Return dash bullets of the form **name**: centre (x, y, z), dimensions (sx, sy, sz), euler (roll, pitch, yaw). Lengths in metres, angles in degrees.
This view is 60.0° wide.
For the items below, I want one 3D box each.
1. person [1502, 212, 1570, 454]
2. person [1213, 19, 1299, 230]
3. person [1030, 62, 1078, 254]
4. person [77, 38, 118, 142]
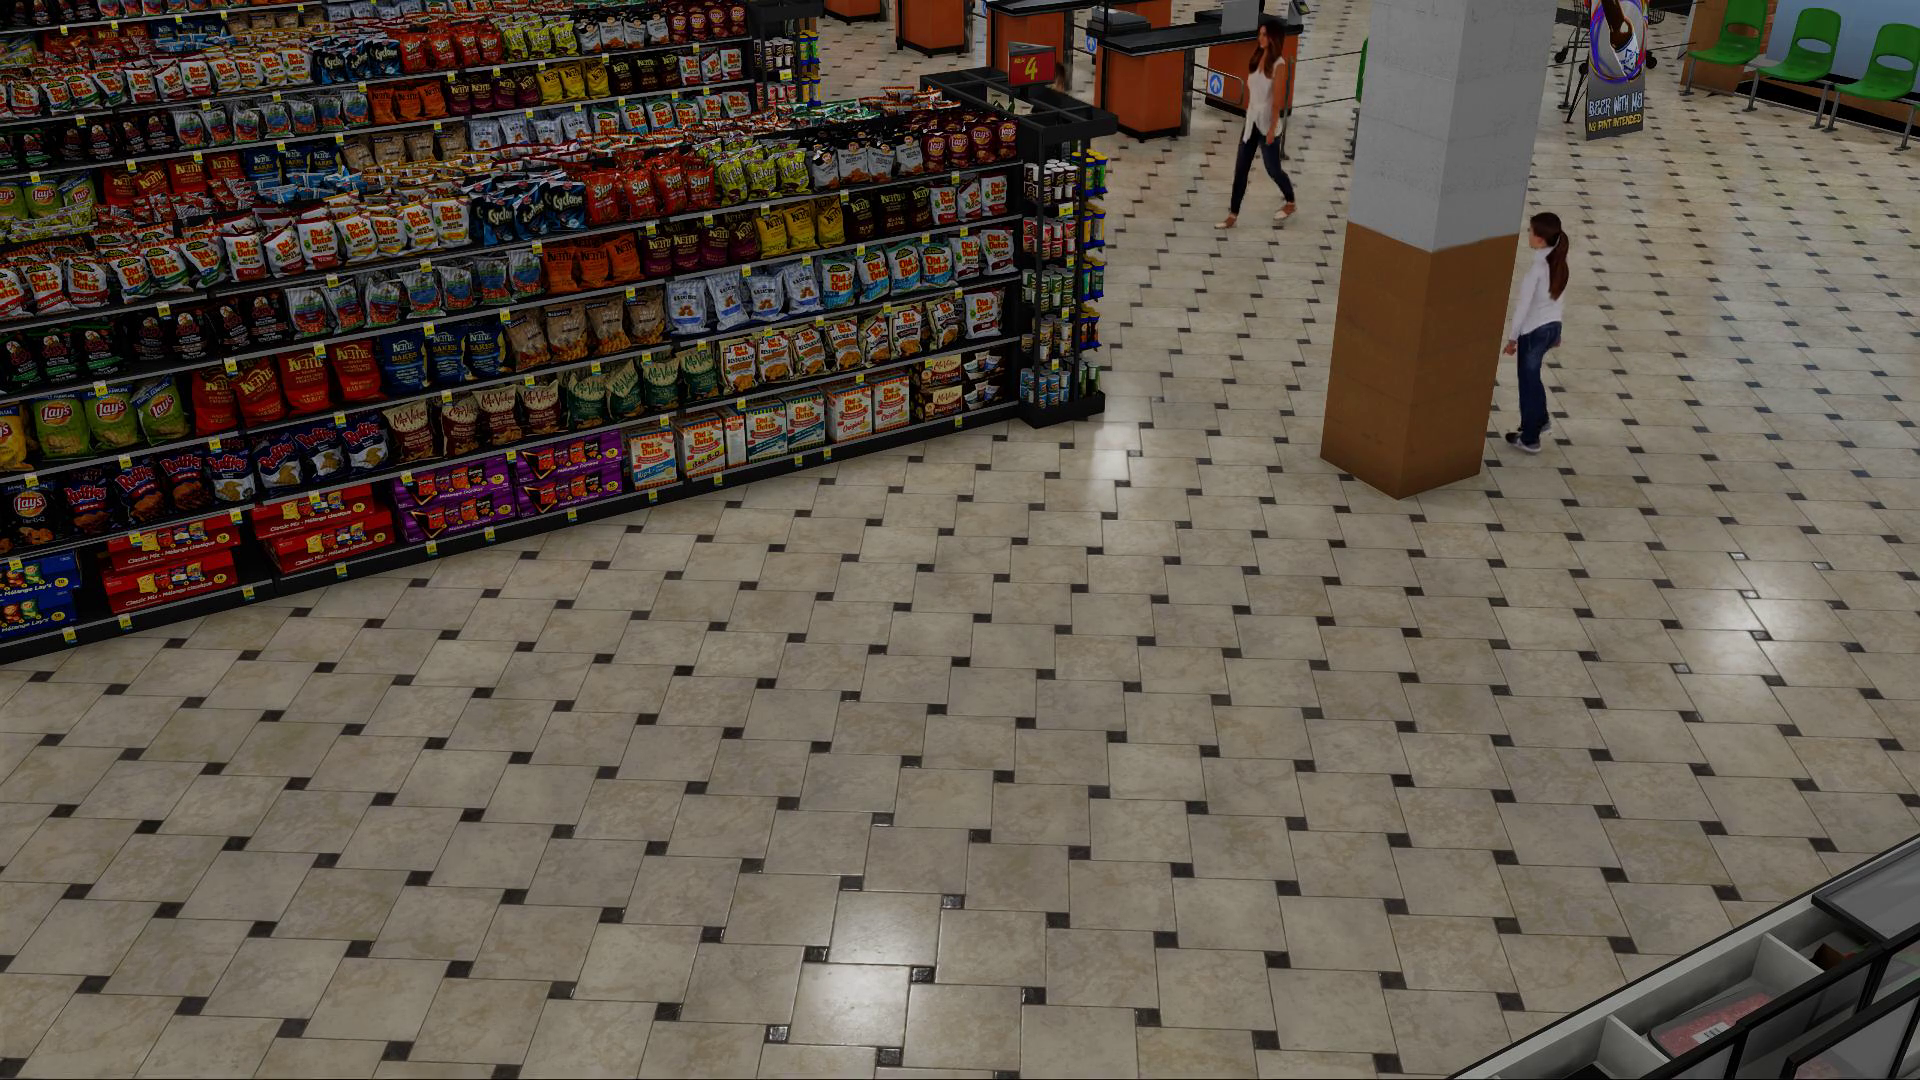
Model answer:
- **person**: centre (3.625, -1.236, 10.260), dimensions (0.518, 1.539, 0.619), euler (-17, 33, -28)
- **person**: centre (2.674, -3.527, 14.239), dimensions (1.083, 1.748, 0.593), euler (-15, 32, -26)
- **person**: centre (0.770, -2.963, 13.304), dimensions (0.880, 1.655, 0.765), euler (-23, 36, -35)
- **person**: centre (-6.941, -3.128, 13.473), dimensions (1.018, 1.782, 0.759), euler (-23, 36, -36)
